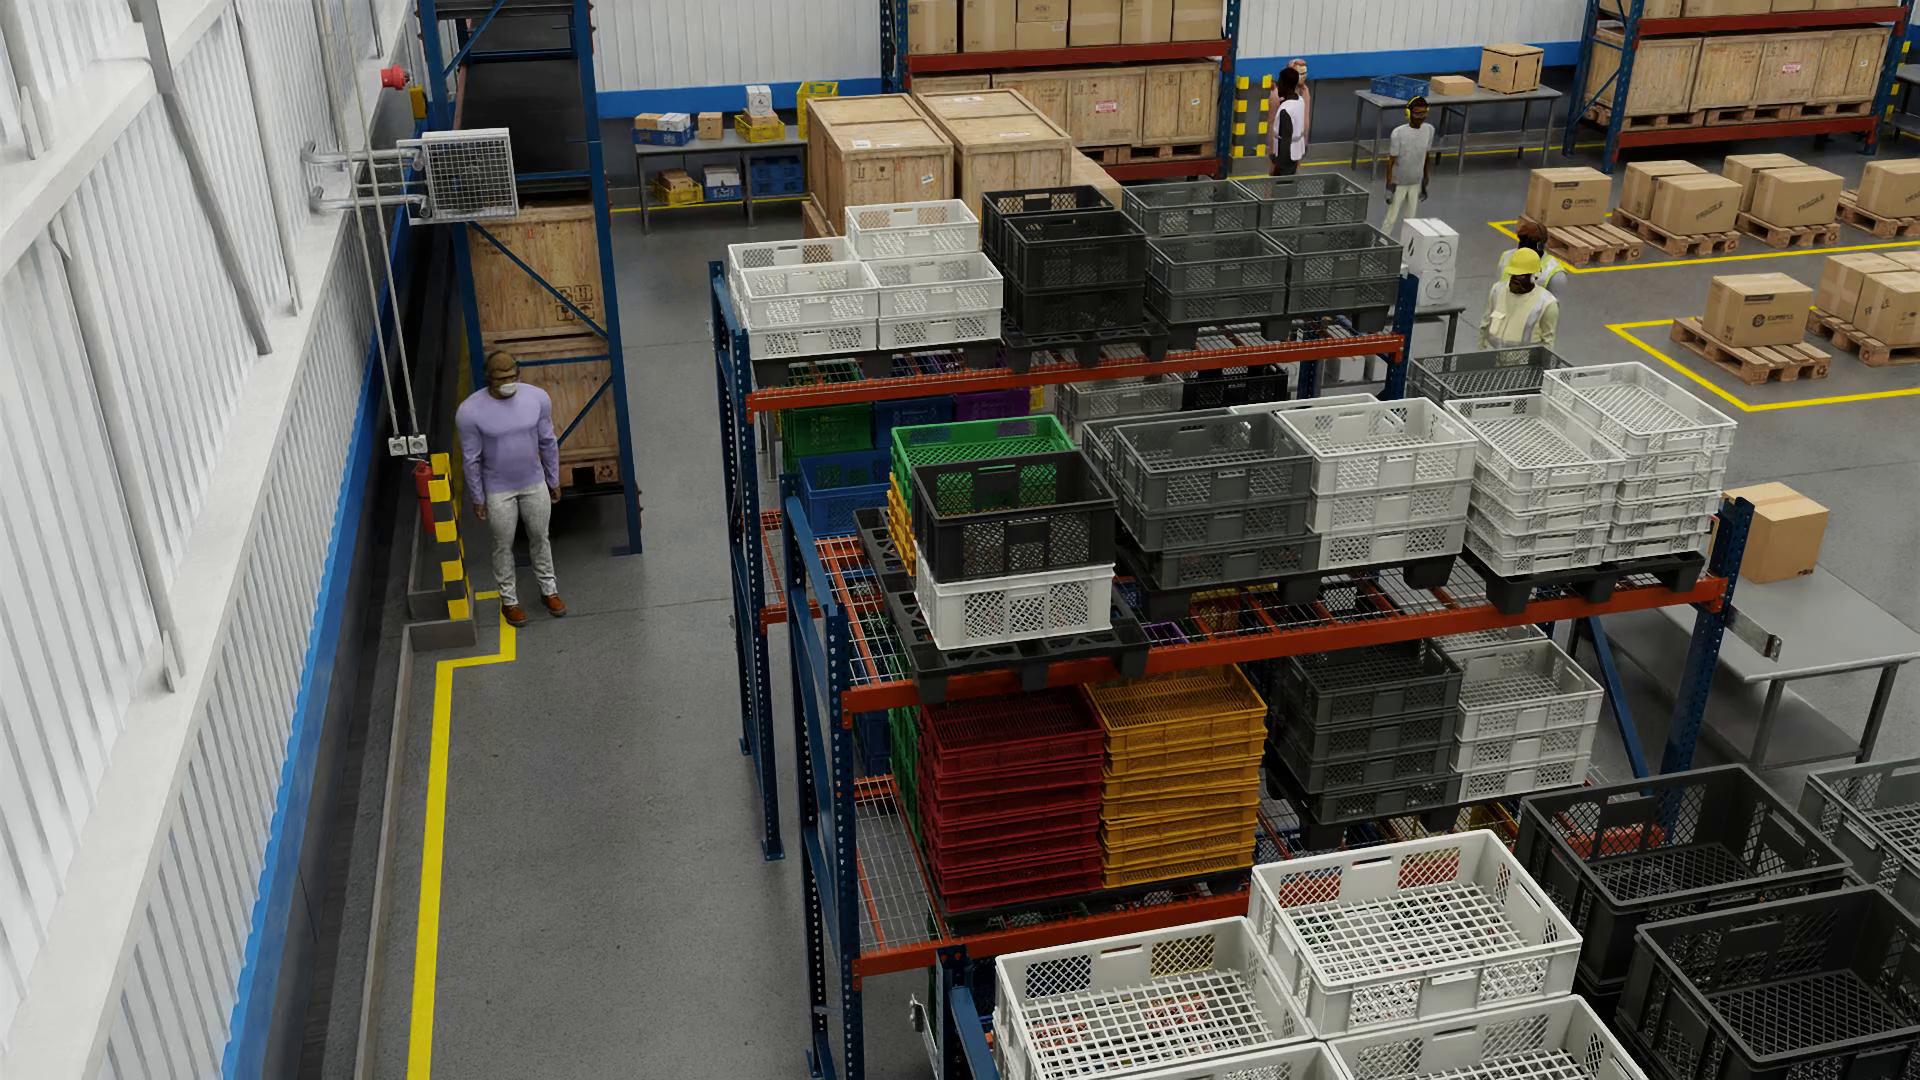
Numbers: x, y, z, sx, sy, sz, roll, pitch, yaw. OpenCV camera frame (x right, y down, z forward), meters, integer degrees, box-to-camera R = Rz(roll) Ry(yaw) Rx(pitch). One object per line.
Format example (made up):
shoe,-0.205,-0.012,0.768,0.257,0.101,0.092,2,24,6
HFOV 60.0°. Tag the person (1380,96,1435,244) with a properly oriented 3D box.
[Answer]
person,4.673,-3.714,17.381,0.514,1.860,0.363,-8,29,-15

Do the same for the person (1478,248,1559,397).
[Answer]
person,4.299,-1.400,13.010,0.404,1.830,0.603,-24,36,-38

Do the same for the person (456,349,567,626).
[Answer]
person,-2.924,-0.355,10.926,0.626,1.933,0.370,-16,32,-27

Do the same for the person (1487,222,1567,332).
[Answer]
person,4.535,-1.691,13.553,0.429,1.843,0.630,-21,34,-34

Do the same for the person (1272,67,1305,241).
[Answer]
person,3.579,-4.193,18.219,0.372,1.916,0.597,11,30,19

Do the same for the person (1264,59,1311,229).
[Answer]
person,3.714,-4.452,18.730,0.640,1.902,0.404,-25,36,-38
